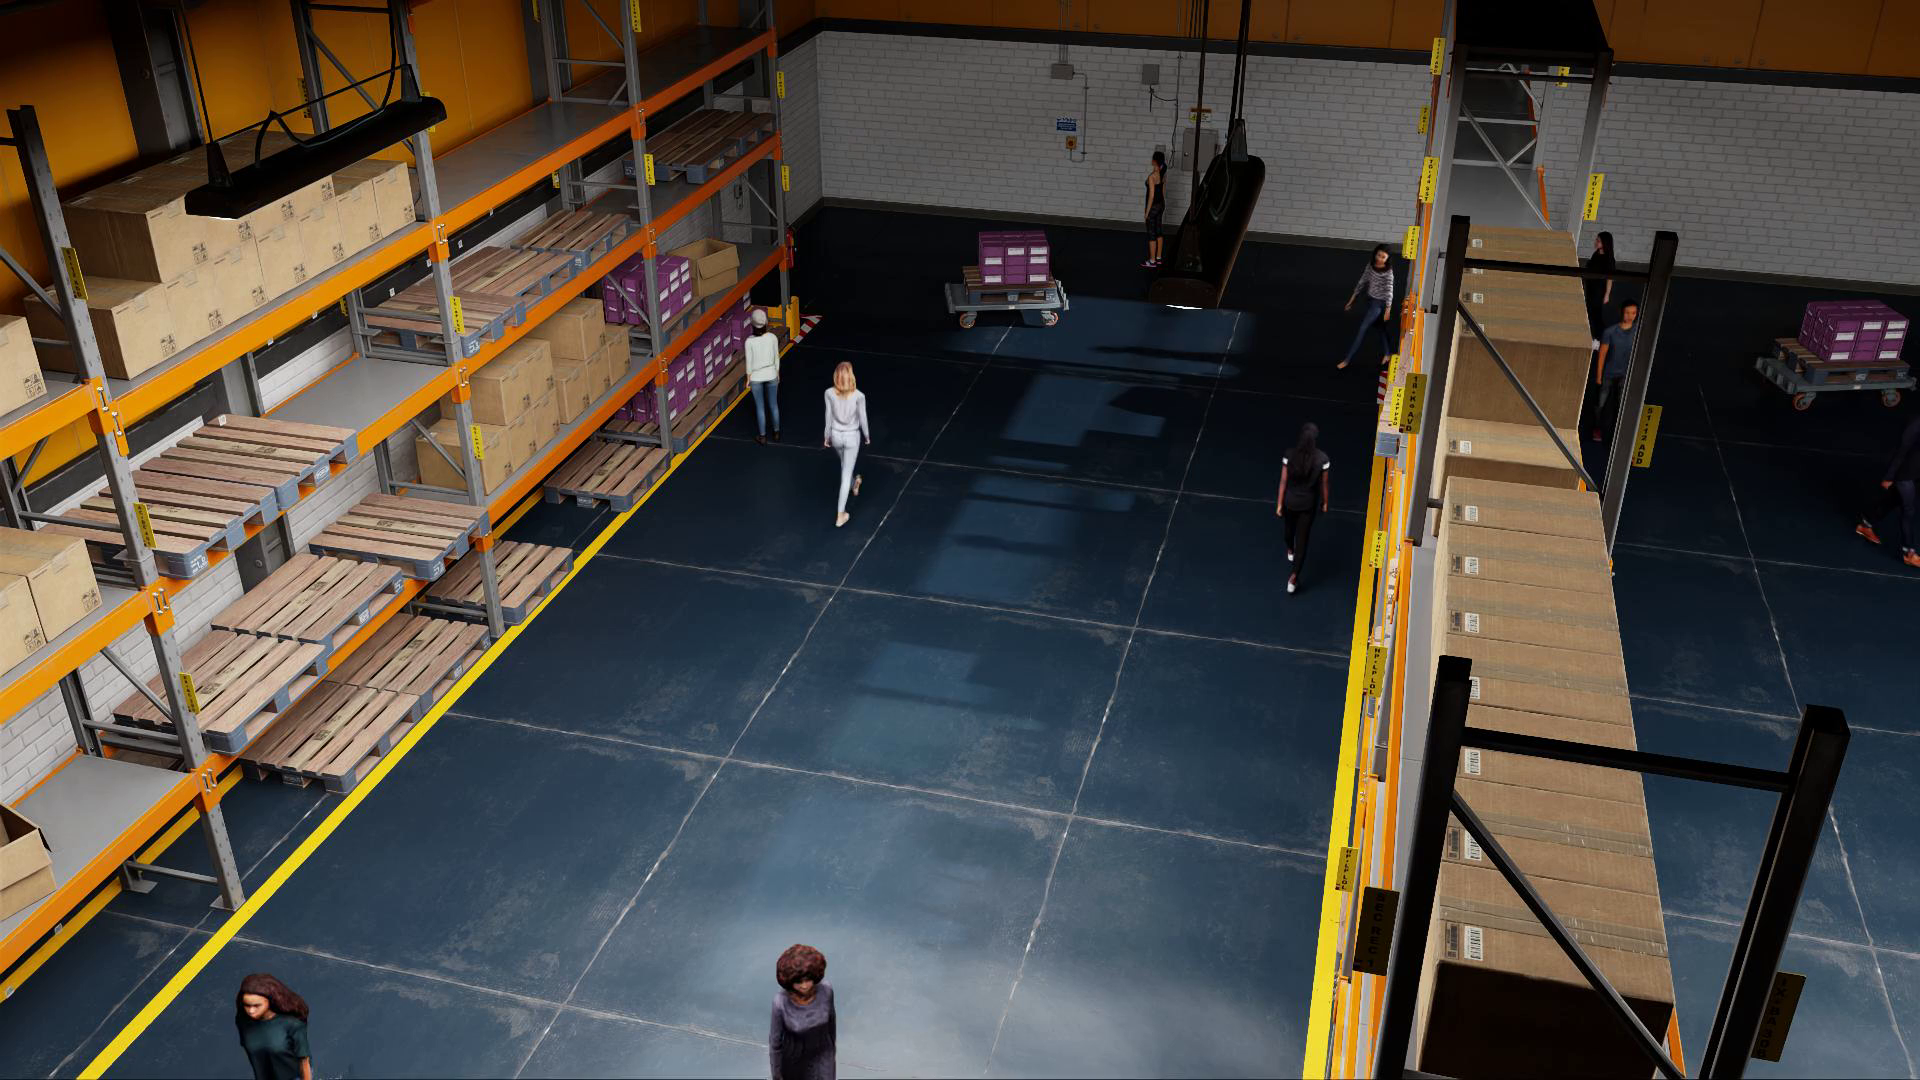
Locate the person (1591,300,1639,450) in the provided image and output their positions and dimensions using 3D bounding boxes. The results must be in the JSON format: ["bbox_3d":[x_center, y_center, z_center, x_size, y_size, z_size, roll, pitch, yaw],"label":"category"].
[{"bbox_3d":[7.575,-1.964,19.307,0.738,1.783,1.013,4,29,7],"label":"person"}]

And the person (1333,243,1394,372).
[{"bbox_3d":[5.357,-2.934,21.145,1.132,1.727,1.164,-10,30,-17],"label":"person"}]

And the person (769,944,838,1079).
[{"bbox_3d":[-0.972,3.102,10.137,1.006,1.671,1.167,-9,30,-17],"label":"person"}]

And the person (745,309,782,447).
[{"bbox_3d":[-2.285,-1.907,19.339,0.640,1.653,0.682,-12,31,-21],"label":"person"}]

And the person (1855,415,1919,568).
[{"bbox_3d":[9.610,-0.678,16.963,1.183,1.771,1.263,-14,32,-24],"label":"person"}]

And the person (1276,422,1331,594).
[{"bbox_3d":[3.347,-0.298,16.359,0.656,1.682,1.143,9,30,15],"label":"person"}]

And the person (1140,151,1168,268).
[{"bbox_3d":[2.918,-4.943,24.825,0.714,1.729,0.605,22,35,34],"label":"person"}]

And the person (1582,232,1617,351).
[{"bbox_3d":[8.439,-3.255,21.848,0.841,1.617,0.846,-4,29,-7],"label":"person"}]

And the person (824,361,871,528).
[{"bbox_3d":[-1.229,-0.987,17.551,0.630,1.750,1.145,8,30,14],"label":"person"}]

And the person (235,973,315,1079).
[{"bbox_3d":[-4.055,3.182,10.067,0.699,1.597,0.846,1,29,2],"label":"person"}]
